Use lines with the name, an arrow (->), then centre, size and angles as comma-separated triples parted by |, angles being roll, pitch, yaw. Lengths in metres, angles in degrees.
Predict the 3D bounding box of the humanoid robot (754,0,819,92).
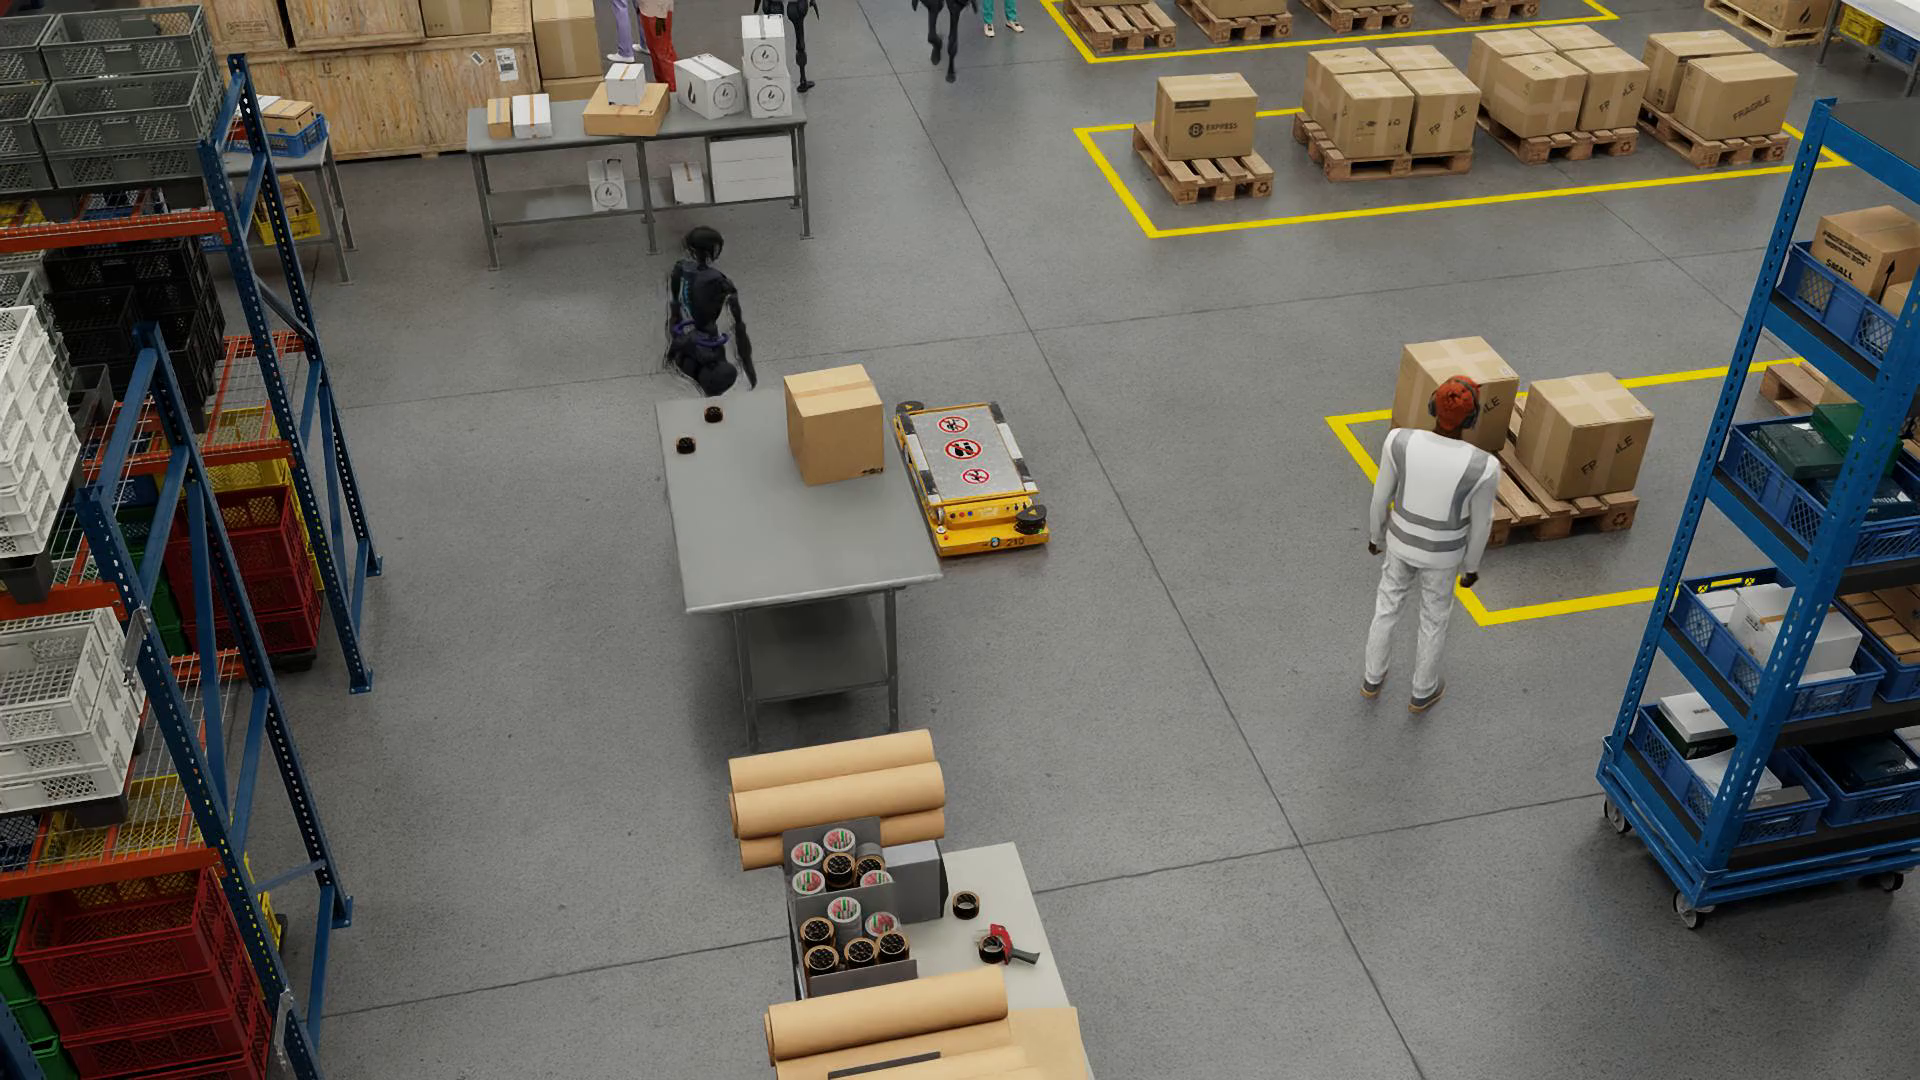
humanoid robot -> -1.571, -4.866, 14.902 | 0.612, 1.657, 0.319 | 5, 37, 6

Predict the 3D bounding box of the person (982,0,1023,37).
person -> 0.426, -5.772, 16.056 | 0.532, 1.768, 0.309 | -15, 39, -19

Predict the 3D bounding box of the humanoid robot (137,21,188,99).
humanoid robot -> -5.883, -3.089, 12.514 | 0.612, 1.657, 0.316 | 19, 41, 24

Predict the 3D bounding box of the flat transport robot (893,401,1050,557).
flat transport robot -> 0.046, -0.430, 10.108 | 0.652, 0.197, 1.431 | -8, 37, -10

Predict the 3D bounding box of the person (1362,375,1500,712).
person -> 2.278, 0.035, 8.155 | 0.573, 1.881, 0.356 | 20, 41, 25

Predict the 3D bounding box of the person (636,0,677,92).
person -> -2.641, -4.588, 14.275 | 0.376, 1.995, 0.607 | -17, 40, -21

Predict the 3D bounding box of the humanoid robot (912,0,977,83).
humanoid robot -> -0.140, -5.013, 15.114 | 0.607, 1.644, 0.487 | 3, 37, 3

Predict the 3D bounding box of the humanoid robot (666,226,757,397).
humanoid robot -> -1.546, -1.106, 9.890 | 0.598, 1.635, 0.692 | 26, 44, 31

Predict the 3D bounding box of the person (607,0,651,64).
person -> -3.179, -5.421, 15.463 | 0.405, 1.918, 0.582 | 24, 43, 29
